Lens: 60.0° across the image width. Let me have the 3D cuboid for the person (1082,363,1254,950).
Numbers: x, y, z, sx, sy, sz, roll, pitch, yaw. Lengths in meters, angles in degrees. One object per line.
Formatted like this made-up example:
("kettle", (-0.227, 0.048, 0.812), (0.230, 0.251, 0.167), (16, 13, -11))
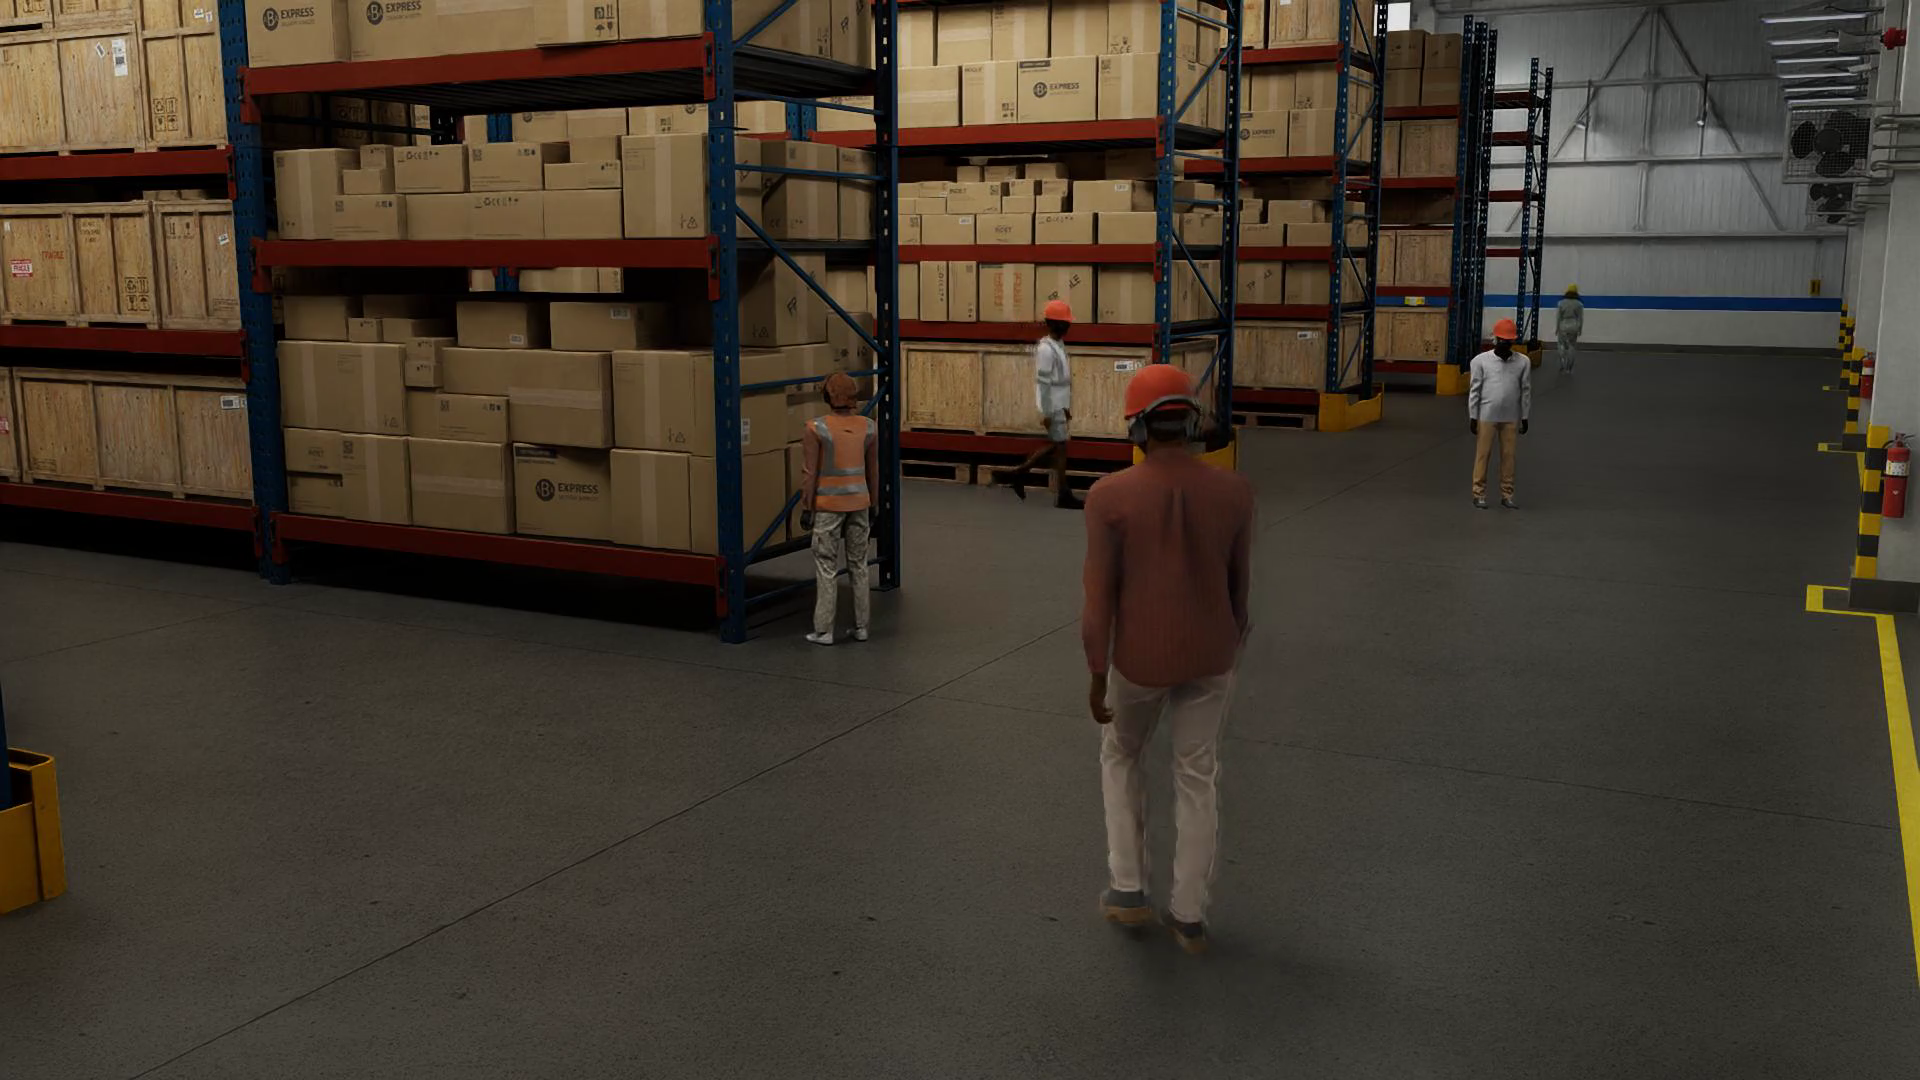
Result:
("person", (0.701, 0.388, 5.664), (0.619, 1.963, 0.595), (-1, 10, -8))

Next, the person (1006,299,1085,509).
("person", (0.809, -1.238, 15.185), (0.735, 1.920, 0.556), (2, 10, 13))

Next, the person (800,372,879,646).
("person", (-0.709, -0.183, 9.922), (0.524, 1.631, 0.318), (-7, 12, -34))

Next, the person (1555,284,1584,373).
("person", (11.898, -4.128, 32.474), (0.507, 1.726, 0.464), (4, 11, 21))

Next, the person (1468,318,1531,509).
("person", (4.921, -1.145, 15.163), (0.566, 1.744, 0.350), (0, 10, 0))

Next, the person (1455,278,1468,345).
("person", (9.451, -4.095, 31.827), (0.655, 1.877, 0.662), (5, 11, 27))
